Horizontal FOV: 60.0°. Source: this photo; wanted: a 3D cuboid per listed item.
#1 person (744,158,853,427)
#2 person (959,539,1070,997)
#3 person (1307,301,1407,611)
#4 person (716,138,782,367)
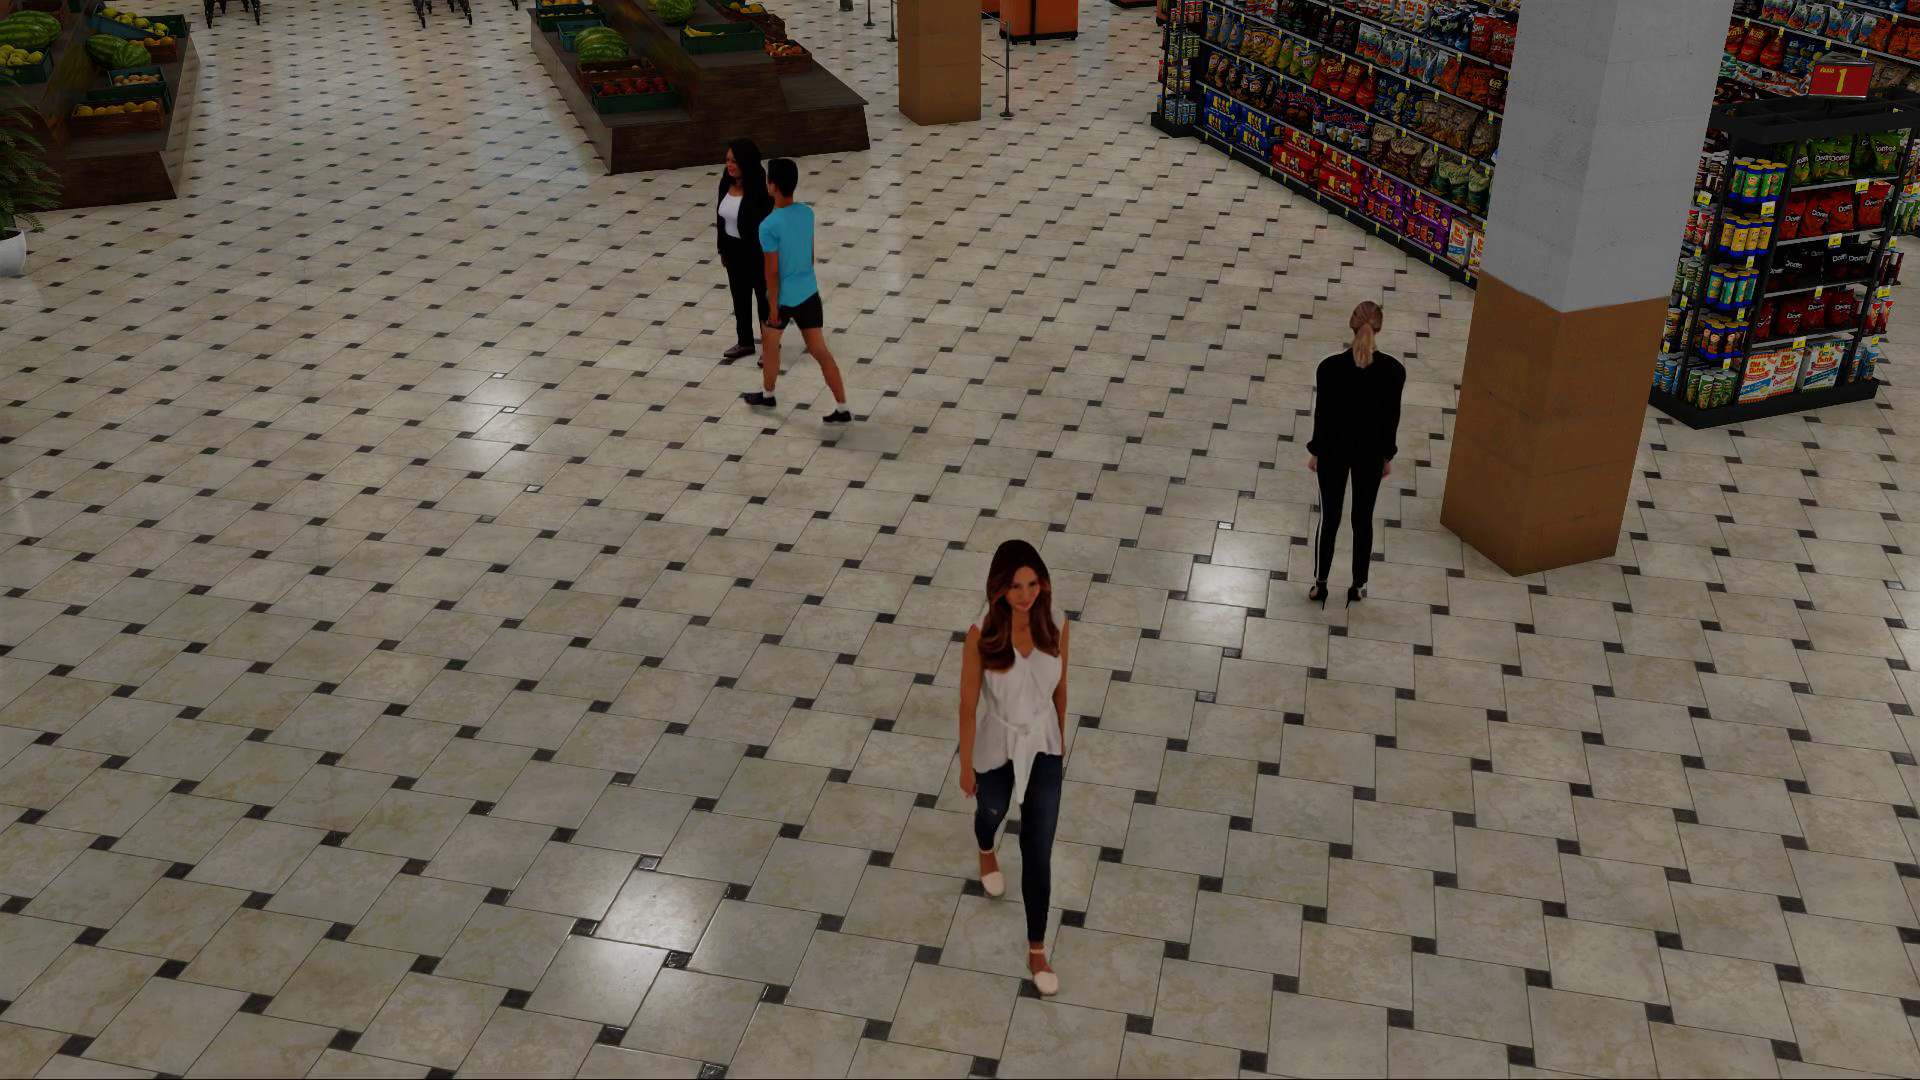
[{"bbox_3d":[-0.981,-1.498,10.537,1.257,1.725,1.007,23,36,36],"label":"person"},{"bbox_3d":[0.177,0.774,6.364,0.684,1.736,1.127,-7,29,-13],"label":"person"},{"bbox_3d":[2.017,-0.416,8.574,0.697,1.707,0.696,3,29,6],"label":"person"},{"bbox_3d":[-1.458,-2.009,11.588,0.759,1.615,0.833,16,32,27],"label":"person"}]
